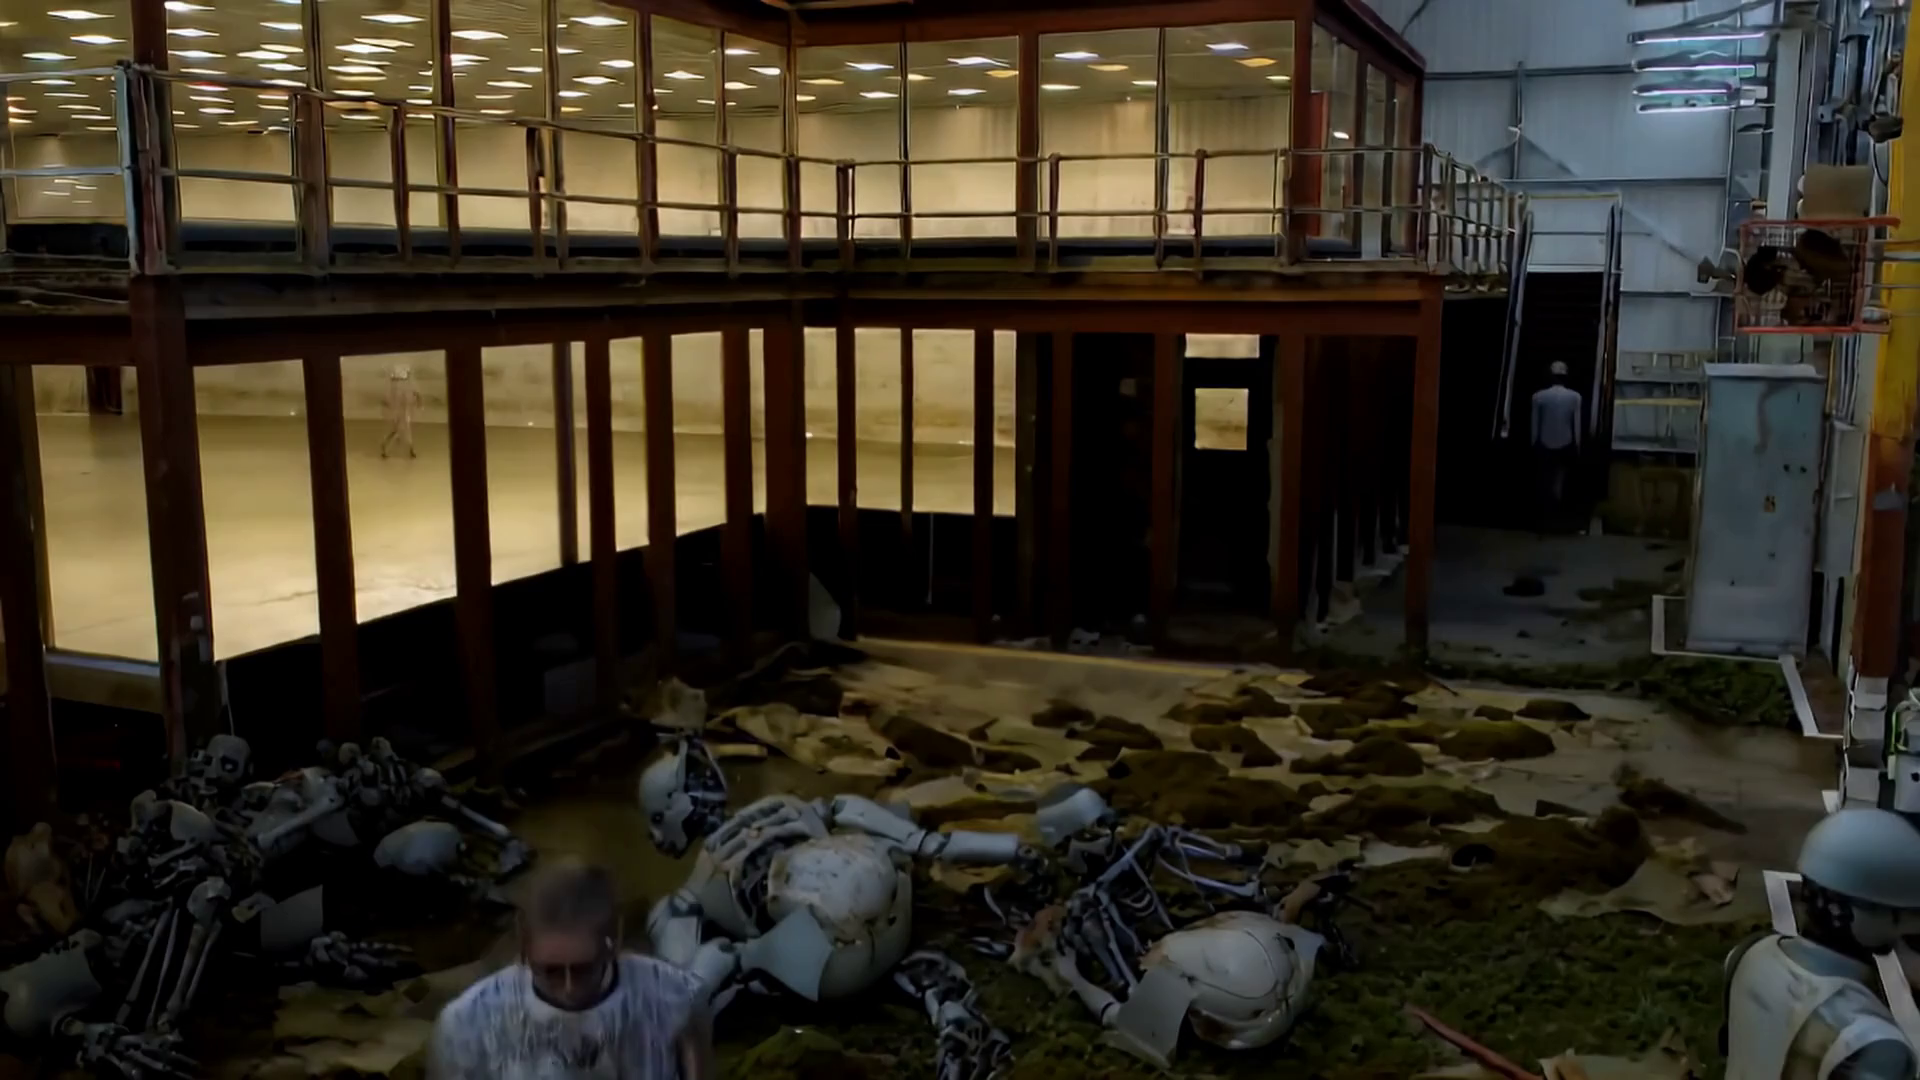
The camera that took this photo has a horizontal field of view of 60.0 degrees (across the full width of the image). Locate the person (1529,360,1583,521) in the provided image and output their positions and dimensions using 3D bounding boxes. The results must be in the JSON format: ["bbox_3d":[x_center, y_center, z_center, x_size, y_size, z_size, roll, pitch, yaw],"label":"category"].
[{"bbox_3d":[7.272,-1.206,20.314,0.624,1.974,0.834,3,10,20],"label":"person"}]

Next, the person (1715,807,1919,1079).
[{"bbox_3d":[1.840,1.518,3.595,0.415,1.941,0.605,0,9,0],"label":"person"}]

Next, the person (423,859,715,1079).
[{"bbox_3d":[-0.823,1.574,3.598,0.634,1.826,0.443,-2,9,-14],"label":"person"}]
